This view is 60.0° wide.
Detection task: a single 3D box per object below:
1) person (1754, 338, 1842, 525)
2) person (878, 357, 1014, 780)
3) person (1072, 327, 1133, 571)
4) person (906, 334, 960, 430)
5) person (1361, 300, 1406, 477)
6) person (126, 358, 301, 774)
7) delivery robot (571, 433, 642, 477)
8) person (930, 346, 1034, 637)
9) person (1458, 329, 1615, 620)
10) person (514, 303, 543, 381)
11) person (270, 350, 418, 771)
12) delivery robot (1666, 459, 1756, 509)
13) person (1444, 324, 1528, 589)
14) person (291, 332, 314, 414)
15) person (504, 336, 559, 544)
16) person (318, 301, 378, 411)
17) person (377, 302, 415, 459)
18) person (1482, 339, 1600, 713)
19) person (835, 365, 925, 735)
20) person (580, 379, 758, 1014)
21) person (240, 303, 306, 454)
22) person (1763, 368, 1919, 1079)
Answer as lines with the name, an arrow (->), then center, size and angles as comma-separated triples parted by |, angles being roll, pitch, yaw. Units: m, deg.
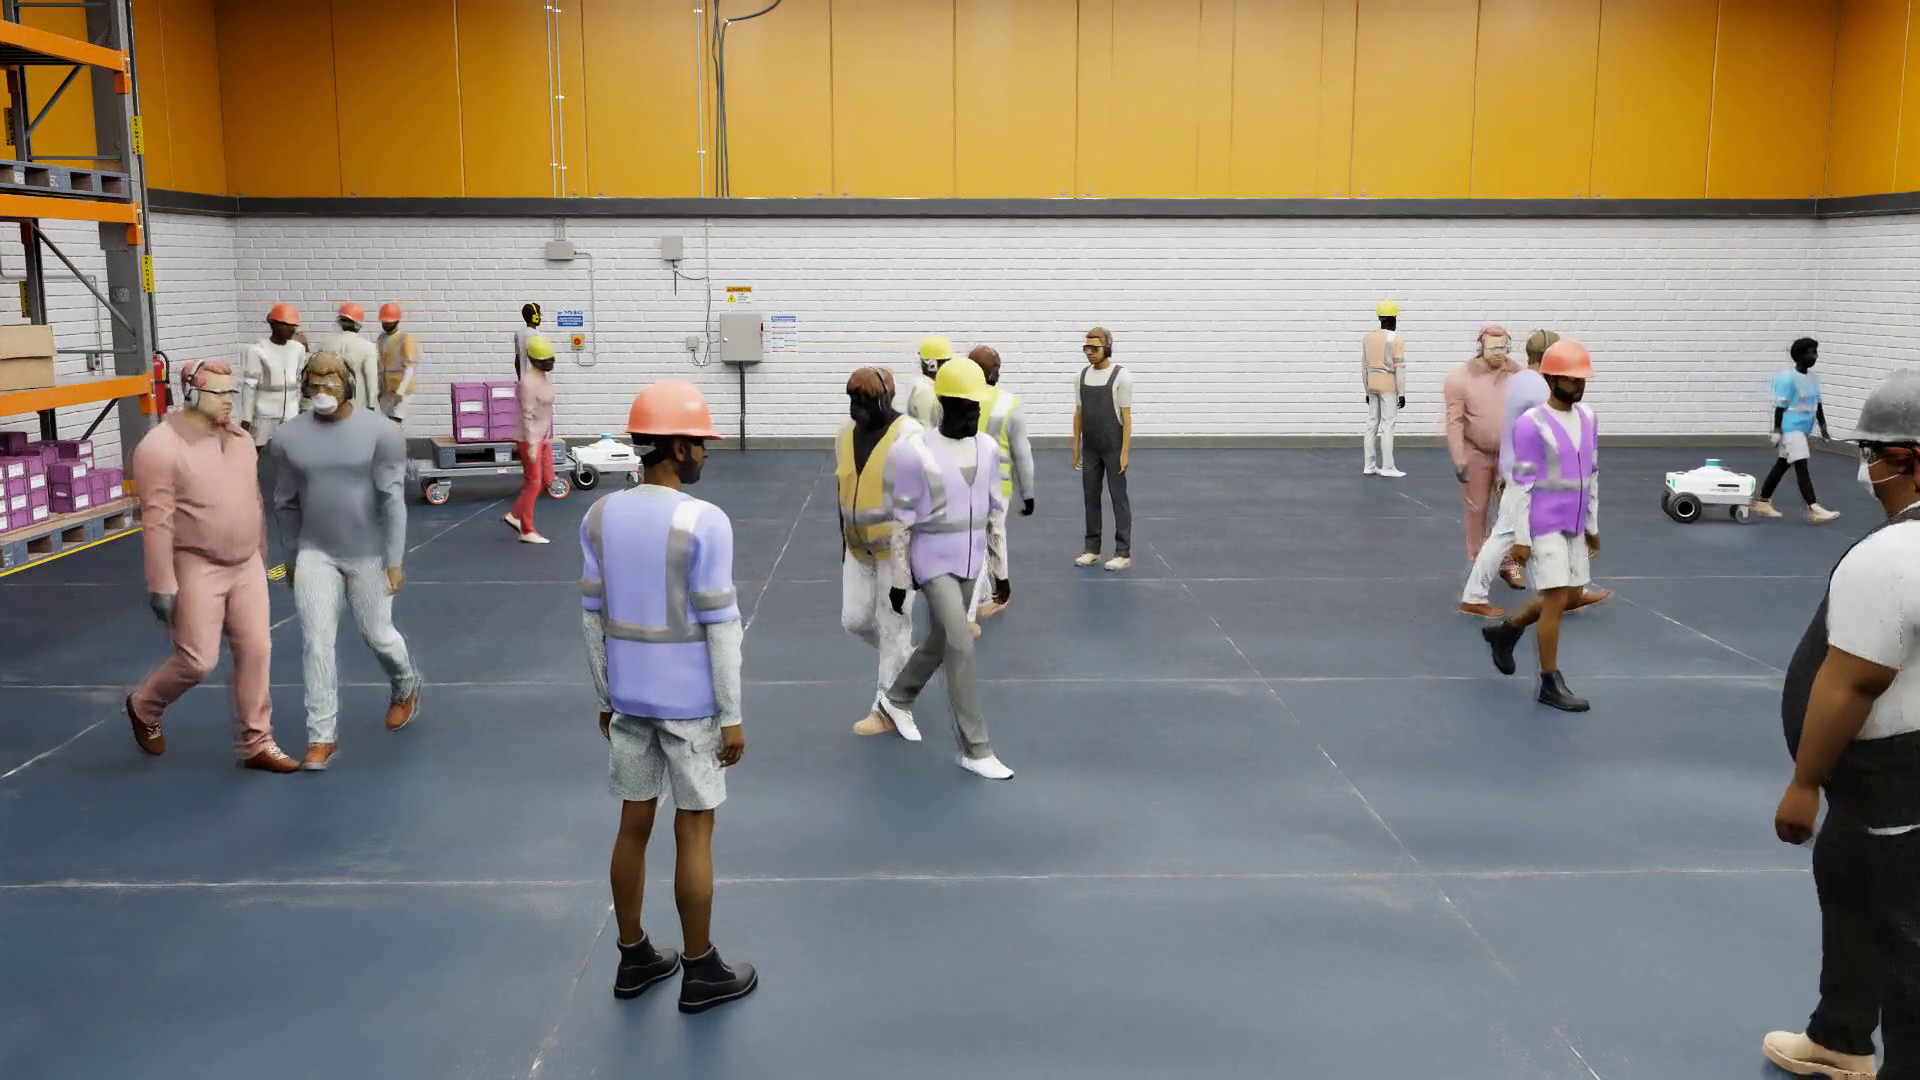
person -> 7.510, -0.970, 14.817 | 0.545, 1.642, 0.868 | -7, 11, -35
person -> -0.090, 0.092, 7.665 | 0.971, 1.884, 0.595 | 9, 13, 44
person -> 1.072, -0.687, 12.569 | 0.504, 1.837, 0.352 | 8, 12, 39
person -> -0.235, -0.542, 11.730 | 0.498, 1.819, 0.596 | 1, 9, 5
person -> 4.634, -1.649, 18.158 | 0.356, 1.930, 0.587 | -6, 11, -32
person -> -3.384, 0.123, 7.428 | 0.763, 1.879, 0.669 | 4, 10, 23
delivery robot -> -3.661, -0.862, 17.255 | 0.707, 0.478, 0.477 | -3, 10, -16
person -> 0.138, -0.313, 10.425 | 0.646, 1.787, 0.976 | 5, 10, 26
person -> 3.720, -0.406, 10.687 | 1.035, 1.879, 0.655 | 1, 9, 6
person -> -4.999, -1.836, 19.522 | 0.520, 1.862, 0.328 | 7, 11, 35
person -> -2.867, 0.059, 7.770 | 0.629, 1.906, 0.873 | 0, 9, -2
delivery robot -> 6.739, -0.484, 14.937 | 0.707, 0.478, 0.477 | 2, 9, 14
person -> 3.765, -0.583, 11.788 | 0.665, 1.876, 0.621 | 1, 9, 4
person -> -6.814, -1.333, 17.162 | 0.511, 1.622, 0.381 | 6, 11, 33
person -> -3.511, -0.814, 13.660 | 0.588, 1.719, 0.566 | 1, 9, 6
person -> -6.057, -1.379, 16.461 | 0.615, 1.956, 1.016 | 0, 9, -1
person -> -6.222, -1.663, 18.346 | 0.595, 1.900, 0.486 | 7, 11, 36
person -> 3.055, -0.097, 8.701 | 0.556, 1.915, 0.703 | -6, 11, -32
person -> -0.332, 0.038, 8.186 | 0.638, 1.816, 0.584 | 8, 12, 39
person -> -0.887, 0.475, 5.122 | 0.549, 1.933, 0.373 | 5, 11, 28
person -> -6.425, -1.220, 15.481 | 1.139, 1.969, 0.666 | 7, 12, 37
person -> 2.356, 0.548, 4.353 | 0.705, 2.000, 0.724 | -7, 12, -38
